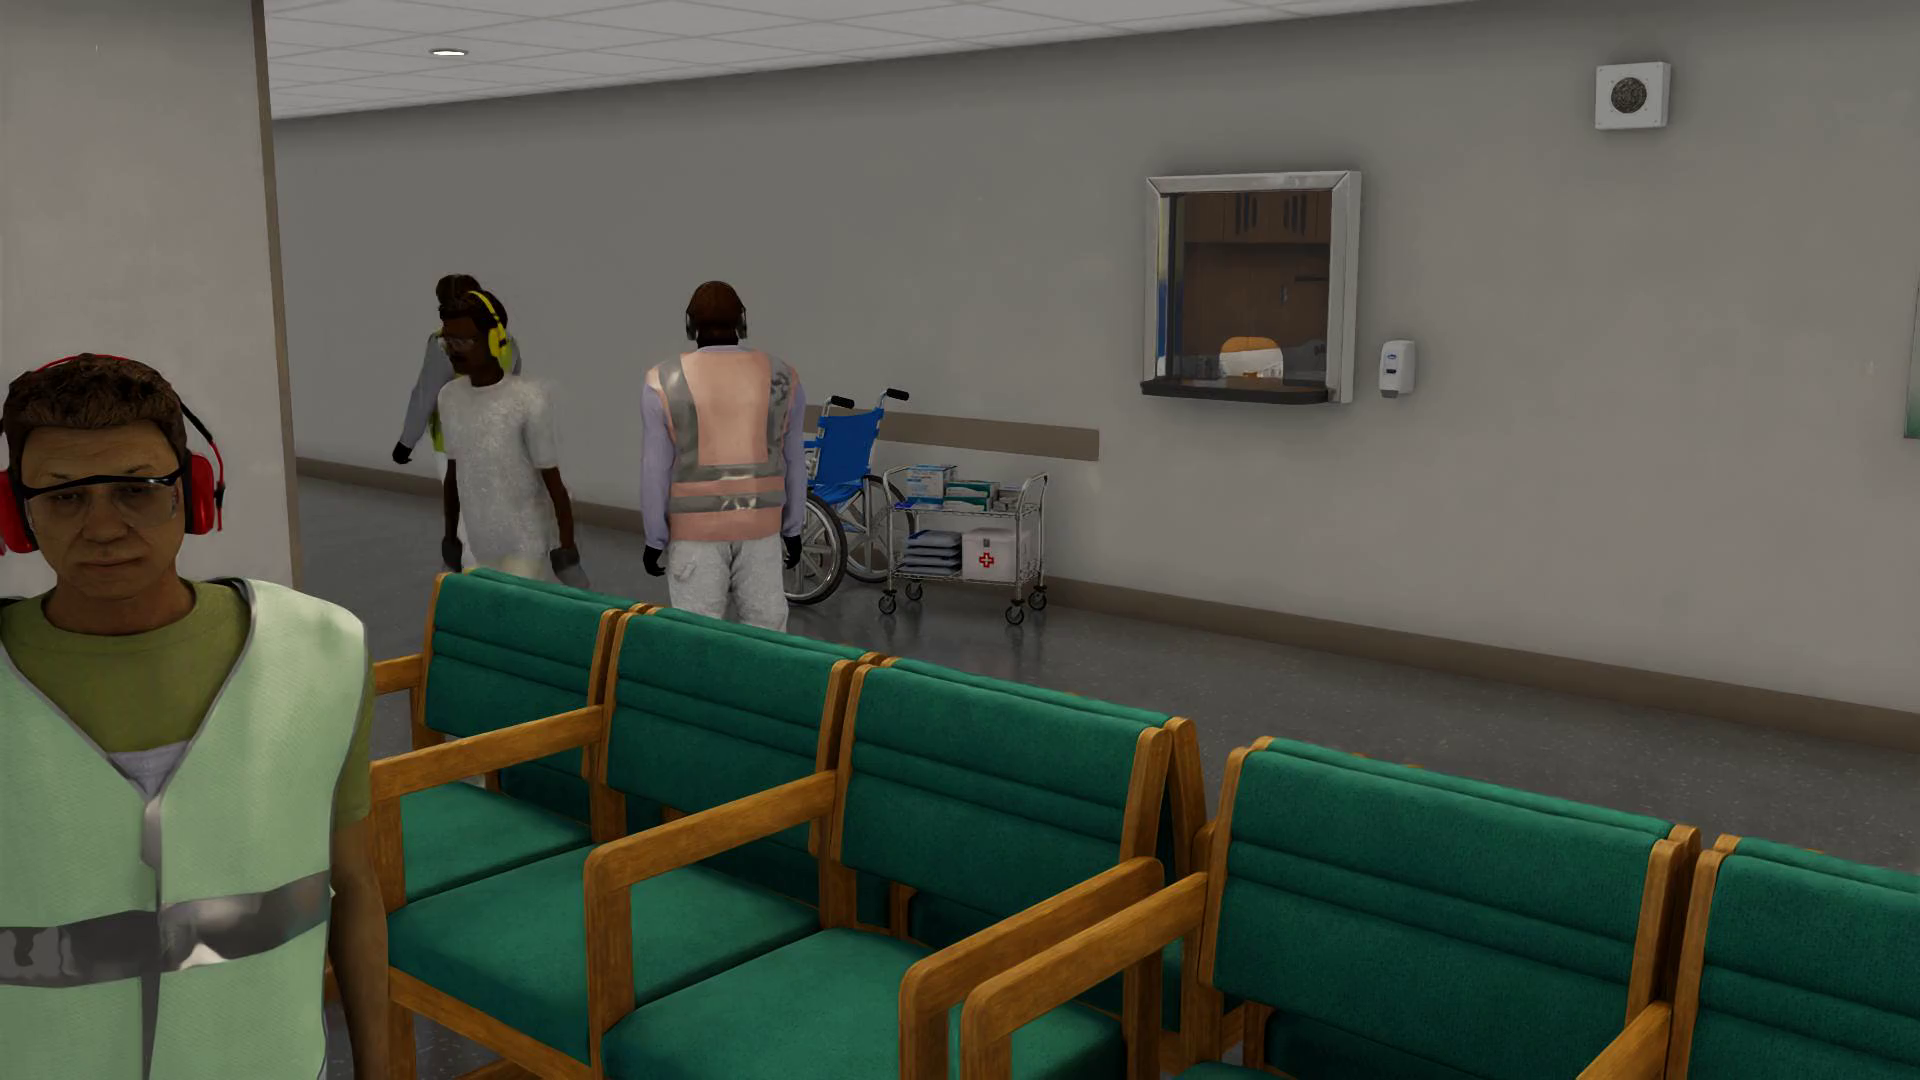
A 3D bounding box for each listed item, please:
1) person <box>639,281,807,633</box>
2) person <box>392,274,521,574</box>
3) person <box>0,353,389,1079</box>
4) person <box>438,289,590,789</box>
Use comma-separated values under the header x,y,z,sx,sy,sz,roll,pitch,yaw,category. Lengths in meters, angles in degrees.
x,y,z,sx,sy,sz,roll,pitch,yaw,category
-0.878,-0.032,6.172,0.633,1.839,0.429,-4,11,-23,person
-2.766,-0.522,9.027,0.671,1.814,0.638,4,11,20,person
-0.971,0.694,2.016,0.570,1.843,0.373,-7,12,-34,person
-1.541,0.034,5.834,0.541,1.831,0.848,7,12,33,person
